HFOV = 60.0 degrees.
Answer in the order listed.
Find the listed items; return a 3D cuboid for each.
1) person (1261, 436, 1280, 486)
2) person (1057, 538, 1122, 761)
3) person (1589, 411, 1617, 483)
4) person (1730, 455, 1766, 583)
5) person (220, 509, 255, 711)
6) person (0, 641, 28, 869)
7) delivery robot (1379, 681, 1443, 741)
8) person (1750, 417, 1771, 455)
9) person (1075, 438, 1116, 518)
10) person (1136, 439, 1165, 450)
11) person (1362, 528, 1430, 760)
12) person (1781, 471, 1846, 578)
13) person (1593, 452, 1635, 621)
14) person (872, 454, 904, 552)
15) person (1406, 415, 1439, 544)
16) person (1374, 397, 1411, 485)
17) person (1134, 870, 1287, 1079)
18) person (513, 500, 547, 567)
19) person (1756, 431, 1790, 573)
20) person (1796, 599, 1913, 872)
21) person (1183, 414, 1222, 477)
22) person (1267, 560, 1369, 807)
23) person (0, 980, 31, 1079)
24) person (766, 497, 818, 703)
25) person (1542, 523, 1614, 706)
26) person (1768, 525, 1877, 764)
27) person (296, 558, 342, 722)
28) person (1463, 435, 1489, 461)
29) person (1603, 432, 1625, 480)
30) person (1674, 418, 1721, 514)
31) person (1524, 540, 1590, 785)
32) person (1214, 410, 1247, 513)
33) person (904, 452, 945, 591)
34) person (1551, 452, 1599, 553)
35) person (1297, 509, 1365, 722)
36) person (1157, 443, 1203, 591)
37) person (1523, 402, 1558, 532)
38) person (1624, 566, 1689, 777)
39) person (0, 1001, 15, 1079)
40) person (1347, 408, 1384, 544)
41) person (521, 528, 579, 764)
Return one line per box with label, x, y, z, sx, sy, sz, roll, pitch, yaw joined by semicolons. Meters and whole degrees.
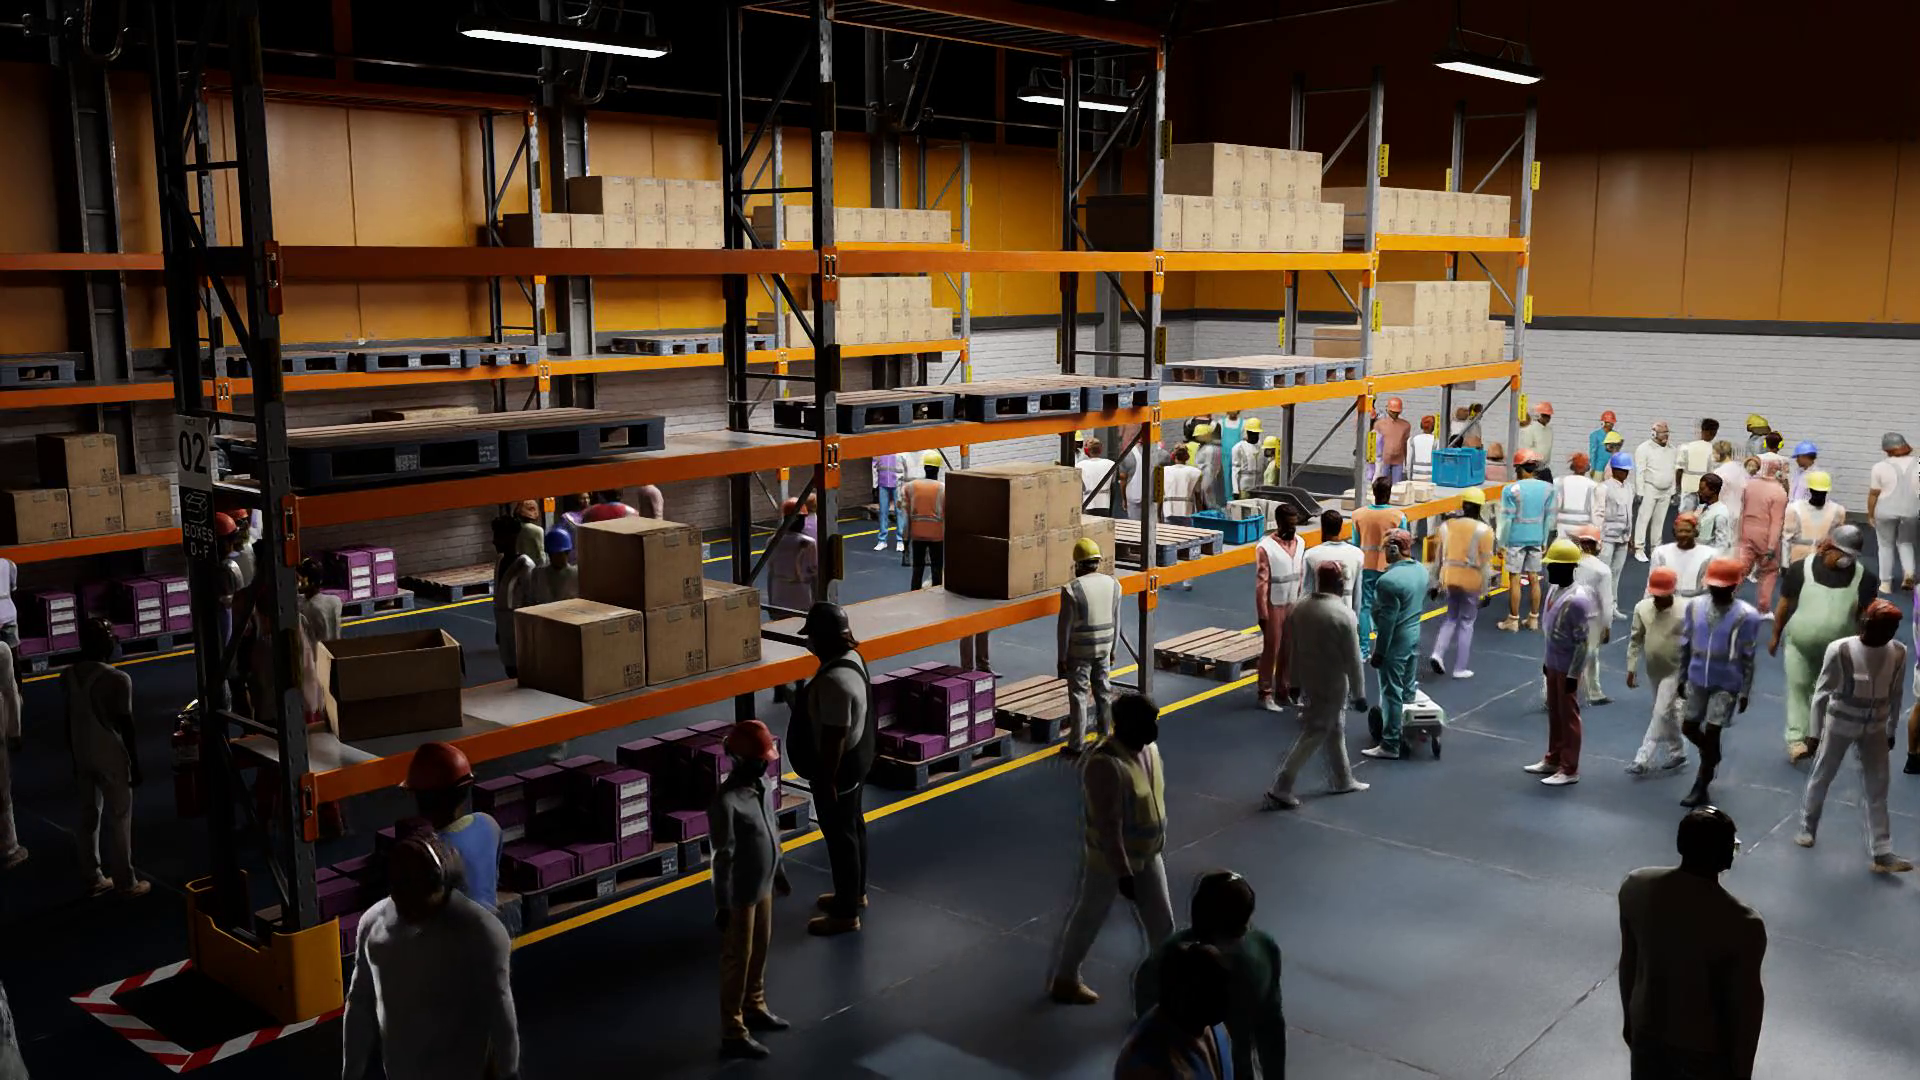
person;4.157;-0.509;22.176;0.333;1.760;0.527;3;10;20
person;1.041;0.890;13.627;0.596;1.824;0.403;-6;11;-31
person;10.092;-1.153;26.020;0.563;1.752;0.341;-4;10;-20
person;9.984;-0.269;21.094;0.512;1.638;0.312;2;10;12
person;-6.546;0.585;15.132;0.377;1.929;0.550;-4;10;-23
person;-6.563;1.285;11.079;0.576;1.884;0.354;-3;10;-17
delivery robot;3.777;1.422;13.945;0.477;0.478;0.707;-1;10;-5
person;12.071;-0.998;25.160;0.485;1.737;0.326;-9;13;-43
person;1.719;-0.386;21.242;0.561;1.828;0.419;-2;10;-13
person;2.884;-1.029;25.514;0.540;1.675;0.659;3;10;17
person;3.563;0.844;13.652;0.411;1.908;0.643;8;12;39
person;8.885;0.226;17.356;0.590;1.905;0.617;4;10;21
person;7.376;-0.033;18.758;0.615;1.945;0.405;-6;11;-30
person;-0.962;-0.791;23.371;0.585;1.918;0.381;2;10;14
person;6.696;-0.859;23.889;0.574;1.883;0.356;7;12;36
person;6.677;-1.223;25.752;0.609;1.986;0.392;-1;10;-5
person;0.882;2.082;6.307;0.641;1.898;0.780;-4;10;-24
person;-4.529;0.362;17.373;0.511;1.620;0.284;5;11;25
person;10.585;-0.493;21.747;0.323;1.868;0.528;-8;13;-41
person;6.047;1.287;11.237;0.677;1.829;0.962;0;10;1
person;3.710;-1.191;25.437;0.619;2.029;0.410;5;11;27
person;2.705;1.075;12.442;0.972;1.866;0.657;-4;10;-24
person;-4.498;1.873;7.492;0.657;1.896;0.977;6;11;32
person;-1.486;0.570;15.231;0.632;1.923;0.430;6;11;31
person;5.629;0.706;15.066;0.820;1.713;0.575;-4;10;-20
person;7.007;0.797;13.529;0.749;2.000;1.023;4;10;22
person;-4.845;1.050;12.566;0.333;1.860;0.510;3;10;19
person;7.307;-0.696;23.843;0.509;1.614;0.823;1;10;6
person;8.907;-0.597;22.702;0.365;1.755;0.614;6;11;34
person;10.028;-0.677;22.661;0.698;1.946;0.547;8;13;41
person;4.679;0.950;12.952;0.386;1.927;0.589;0;10;-1
person;4.372;-1.330;26.936;0.517;1.799;0.948;3;10;18
person;-0.347;-0.053;18.988;0.590;1.919;0.383;2;10;14
person;7.241;-0.124;19.634;0.568;1.843;0.973;5;11;26
person;3.255;0.686;14.604;0.598;1.908;0.410;-3;10;-18
person;2.705;-0.275;20.539;0.563;1.838;0.387;2;10;12
person;8.761;-1.082;24.994;0.624;1.958;0.902;-4;10;-23
person;5.547;1.035;13.142;0.871;1.684;0.571;-6;11;-30
person;-3.754;2.184;6.110;0.538;1.750;0.442;-1;10;-7
person;5.786;-0.899;23.655;0.395;2.040;0.609;-2;10;-12
person;-3.308;0.829;13.794;0.598;1.902;1.021;1;10;6
